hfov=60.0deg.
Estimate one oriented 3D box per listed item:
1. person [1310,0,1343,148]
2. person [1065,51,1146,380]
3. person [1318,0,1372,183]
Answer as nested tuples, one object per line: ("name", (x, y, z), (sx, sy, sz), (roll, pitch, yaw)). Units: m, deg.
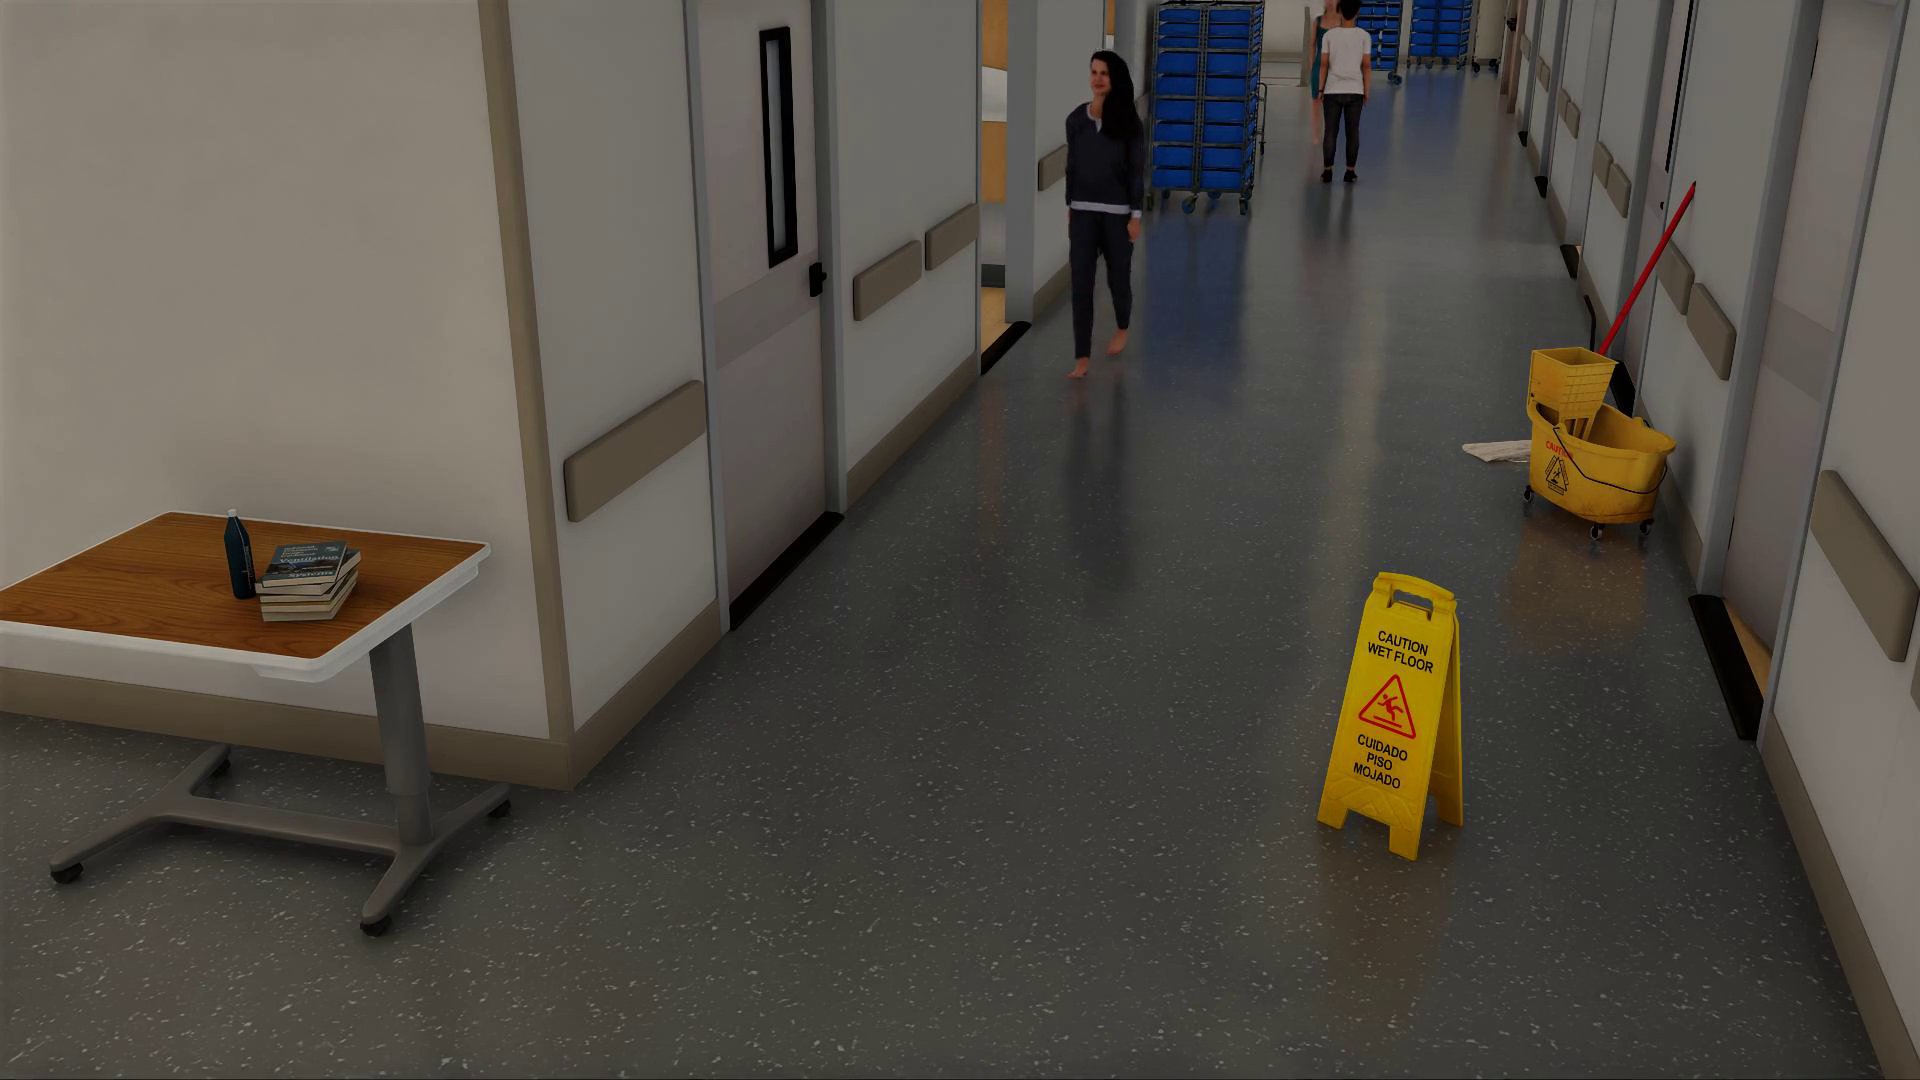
("person", (4.031, -5.147, 18.192), (0.580, 1.667, 0.818), (4, 21, 9))
("person", (0.822, -1.800, 9.268), (0.639, 1.729, 1.118), (6, 22, 16))
("person", (3.647, -4.296, 15.825), (0.623, 1.721, 0.512), (5, 21, 13))
